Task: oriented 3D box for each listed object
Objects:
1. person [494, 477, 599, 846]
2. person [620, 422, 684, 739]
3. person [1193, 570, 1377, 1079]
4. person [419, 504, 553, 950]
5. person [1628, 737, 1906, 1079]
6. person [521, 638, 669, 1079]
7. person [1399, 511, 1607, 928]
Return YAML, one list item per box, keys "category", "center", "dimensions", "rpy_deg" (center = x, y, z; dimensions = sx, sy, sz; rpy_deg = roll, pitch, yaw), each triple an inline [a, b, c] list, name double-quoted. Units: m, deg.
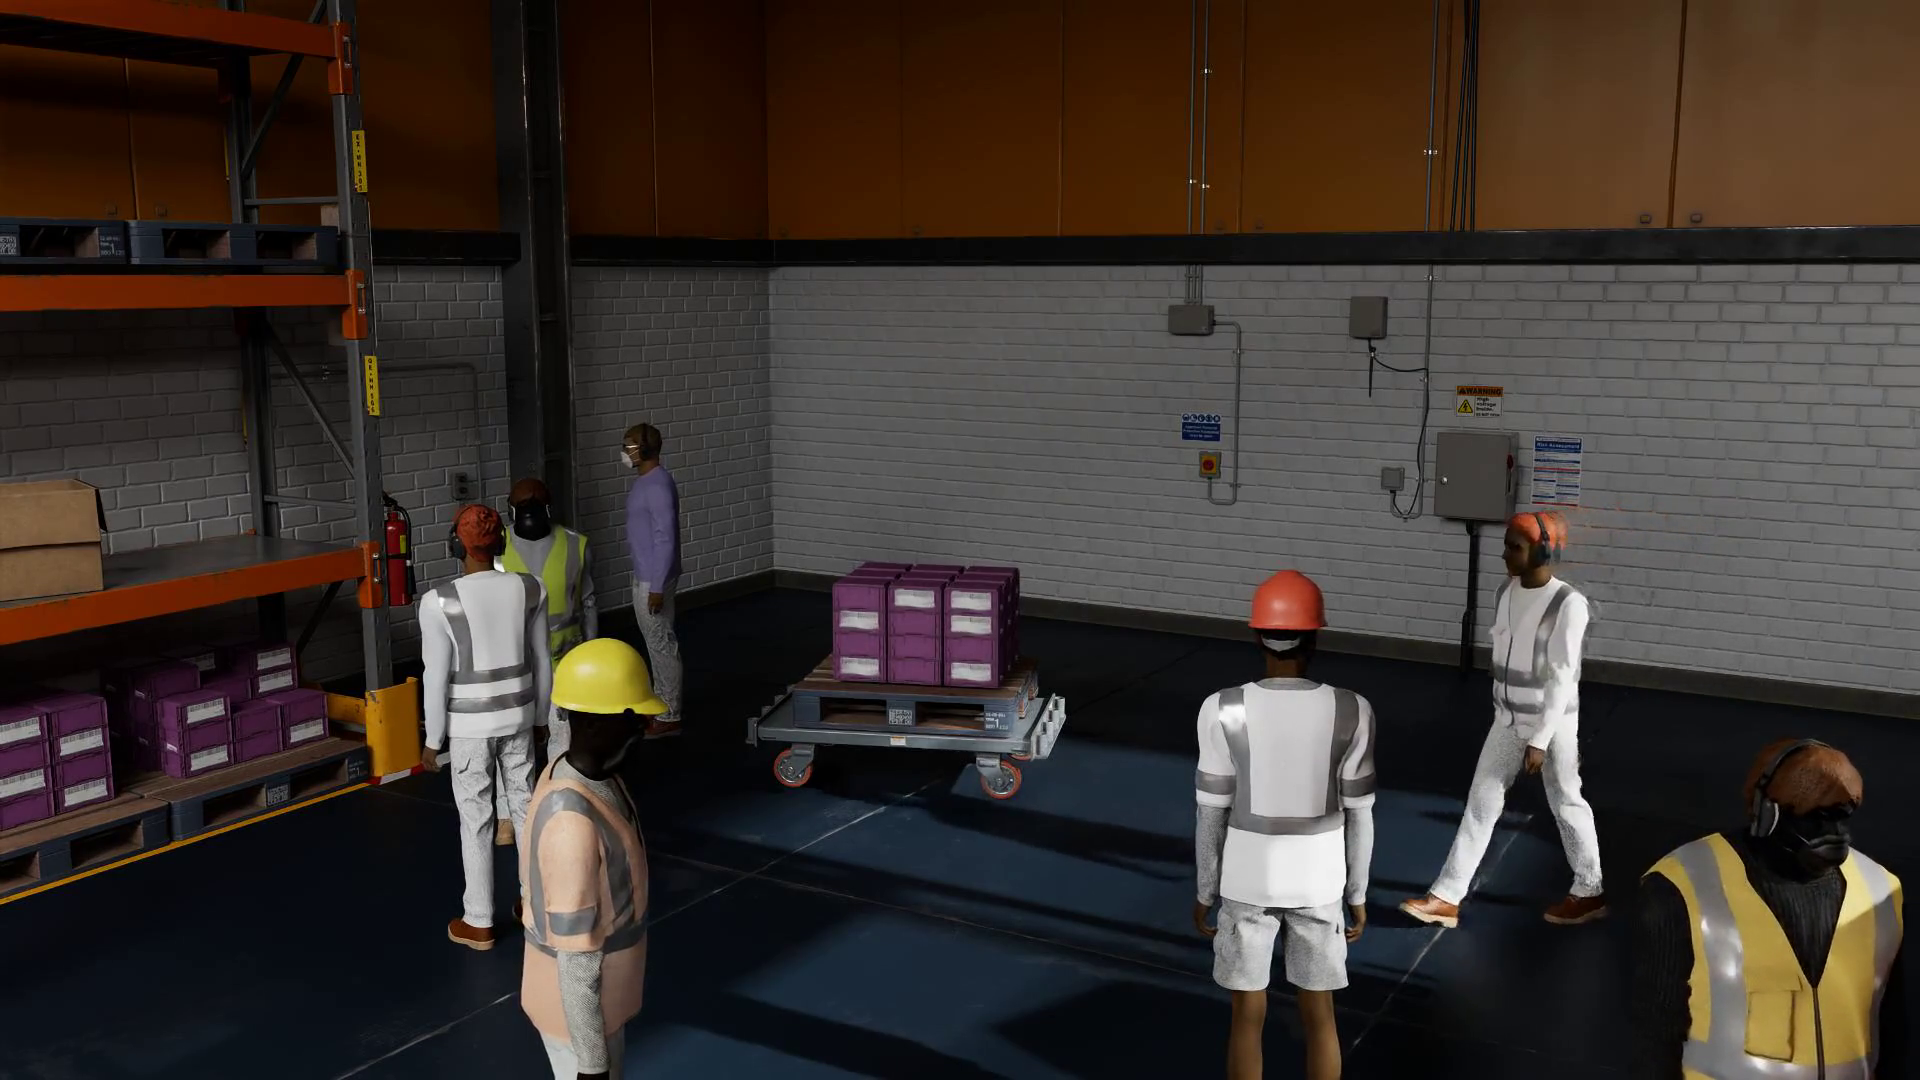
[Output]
- category: "person"
  center: [-2.113, 0.598, 8.310]
  dimensions: [0.625, 1.843, 0.430]
  rpy_deg: [-3, 10, -18]
- category: "person"
  center: [-1.886, 0.244, 10.213]
  dimensions: [0.354, 1.937, 0.635]
  rpy_deg: [-3, 10, -17]
- category: "person"
  center: [0.995, 1.053, 5.175]
  dimensions: [0.550, 1.933, 0.373]
  rpy_deg: [1, 9, 3]
- category: "person"
  center: [-1.991, 0.783, 7.024]
  dimensions: [0.573, 1.883, 0.355]
  rpy_deg: [-8, 12, -40]
- category: "person"
  center: [1.805, 1.335, 3.739]
  dimensions: [0.629, 1.838, 0.428]
  rpy_deg: [0, 9, -3]
- category: "person"
  center: [-0.941, 1.196, 4.357]
  dimensions: [0.394, 1.919, 0.581]
  rpy_deg: [-1, 9, -9]
- category: "person"
  center: [2.415, 0.791, 7.139]
  dimensions: [0.989, 1.832, 0.578]
  rpy_deg: [-4, 10, -22]
